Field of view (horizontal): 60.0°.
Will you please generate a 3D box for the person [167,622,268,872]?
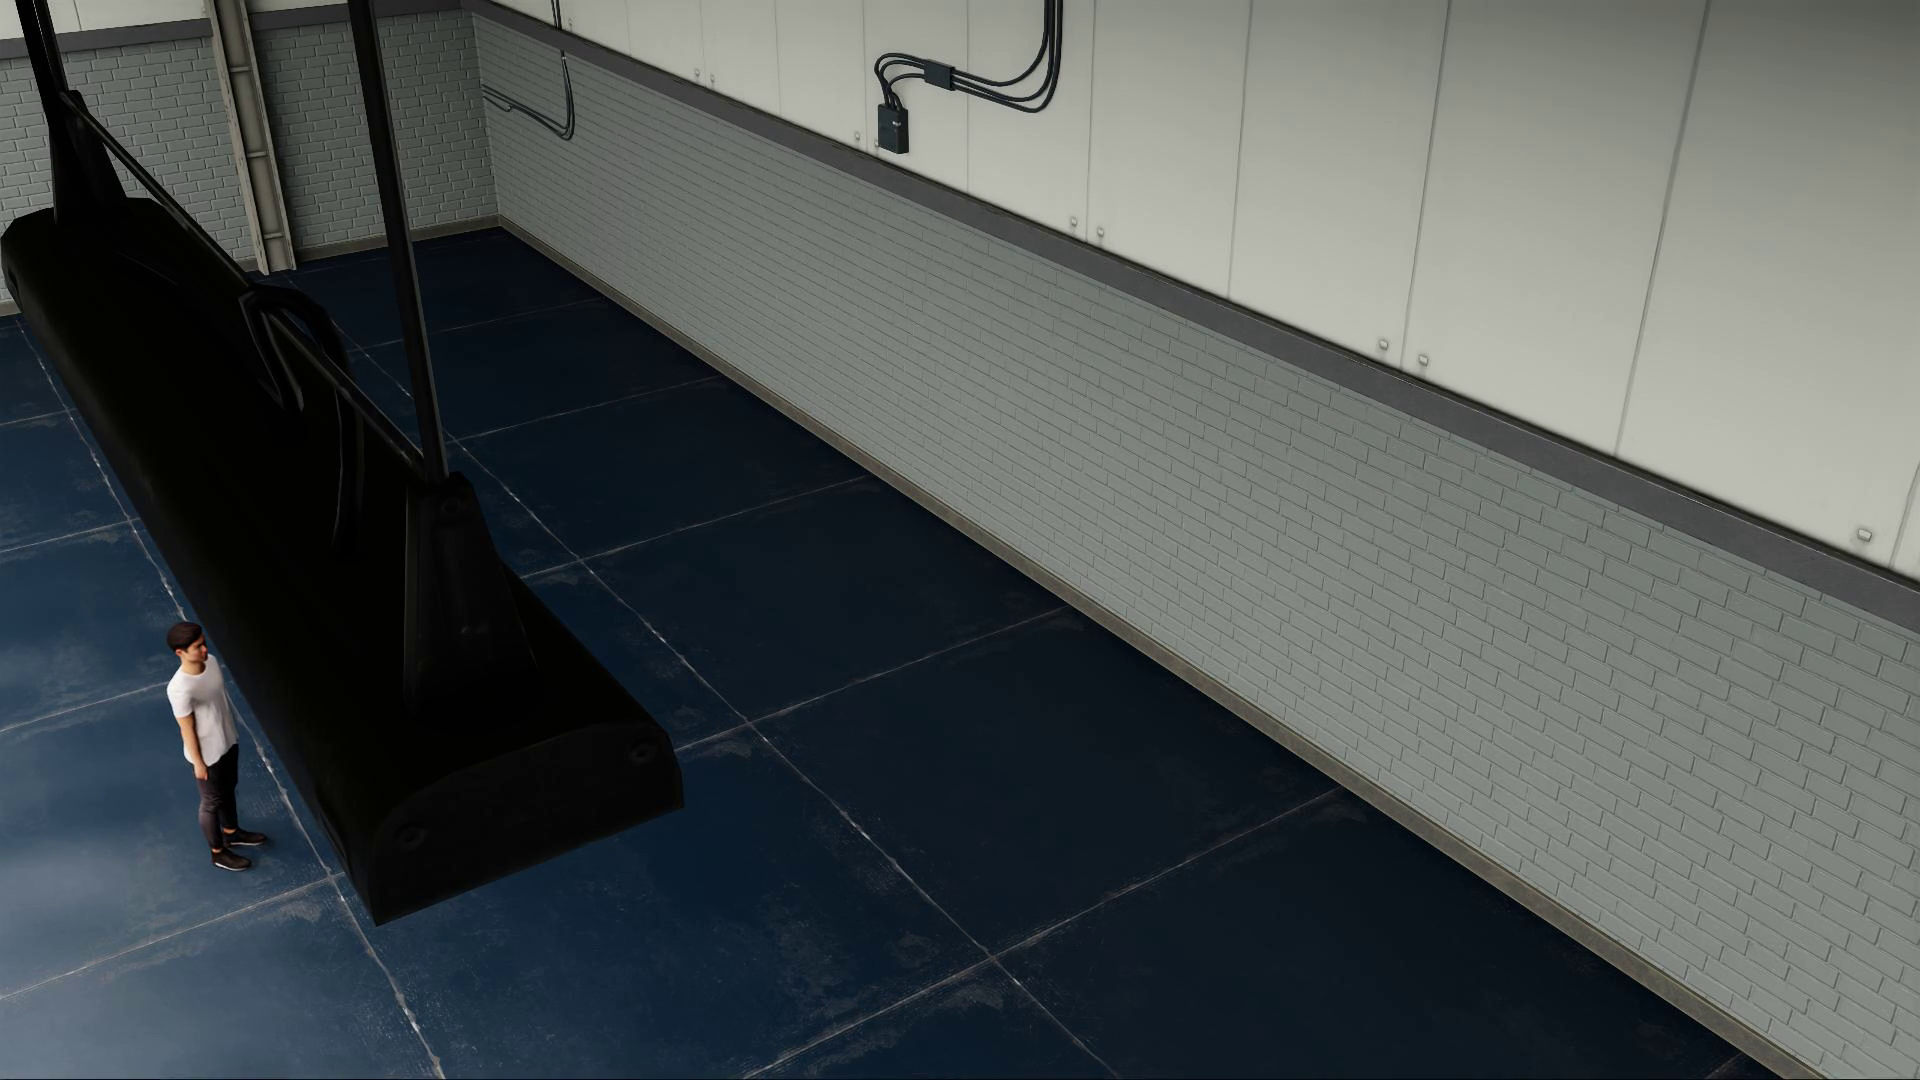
[{"bbox_3d":[-4.671,1.252,10.355,0.730,1.721,0.702,1,28,2],"label":"person"}]
